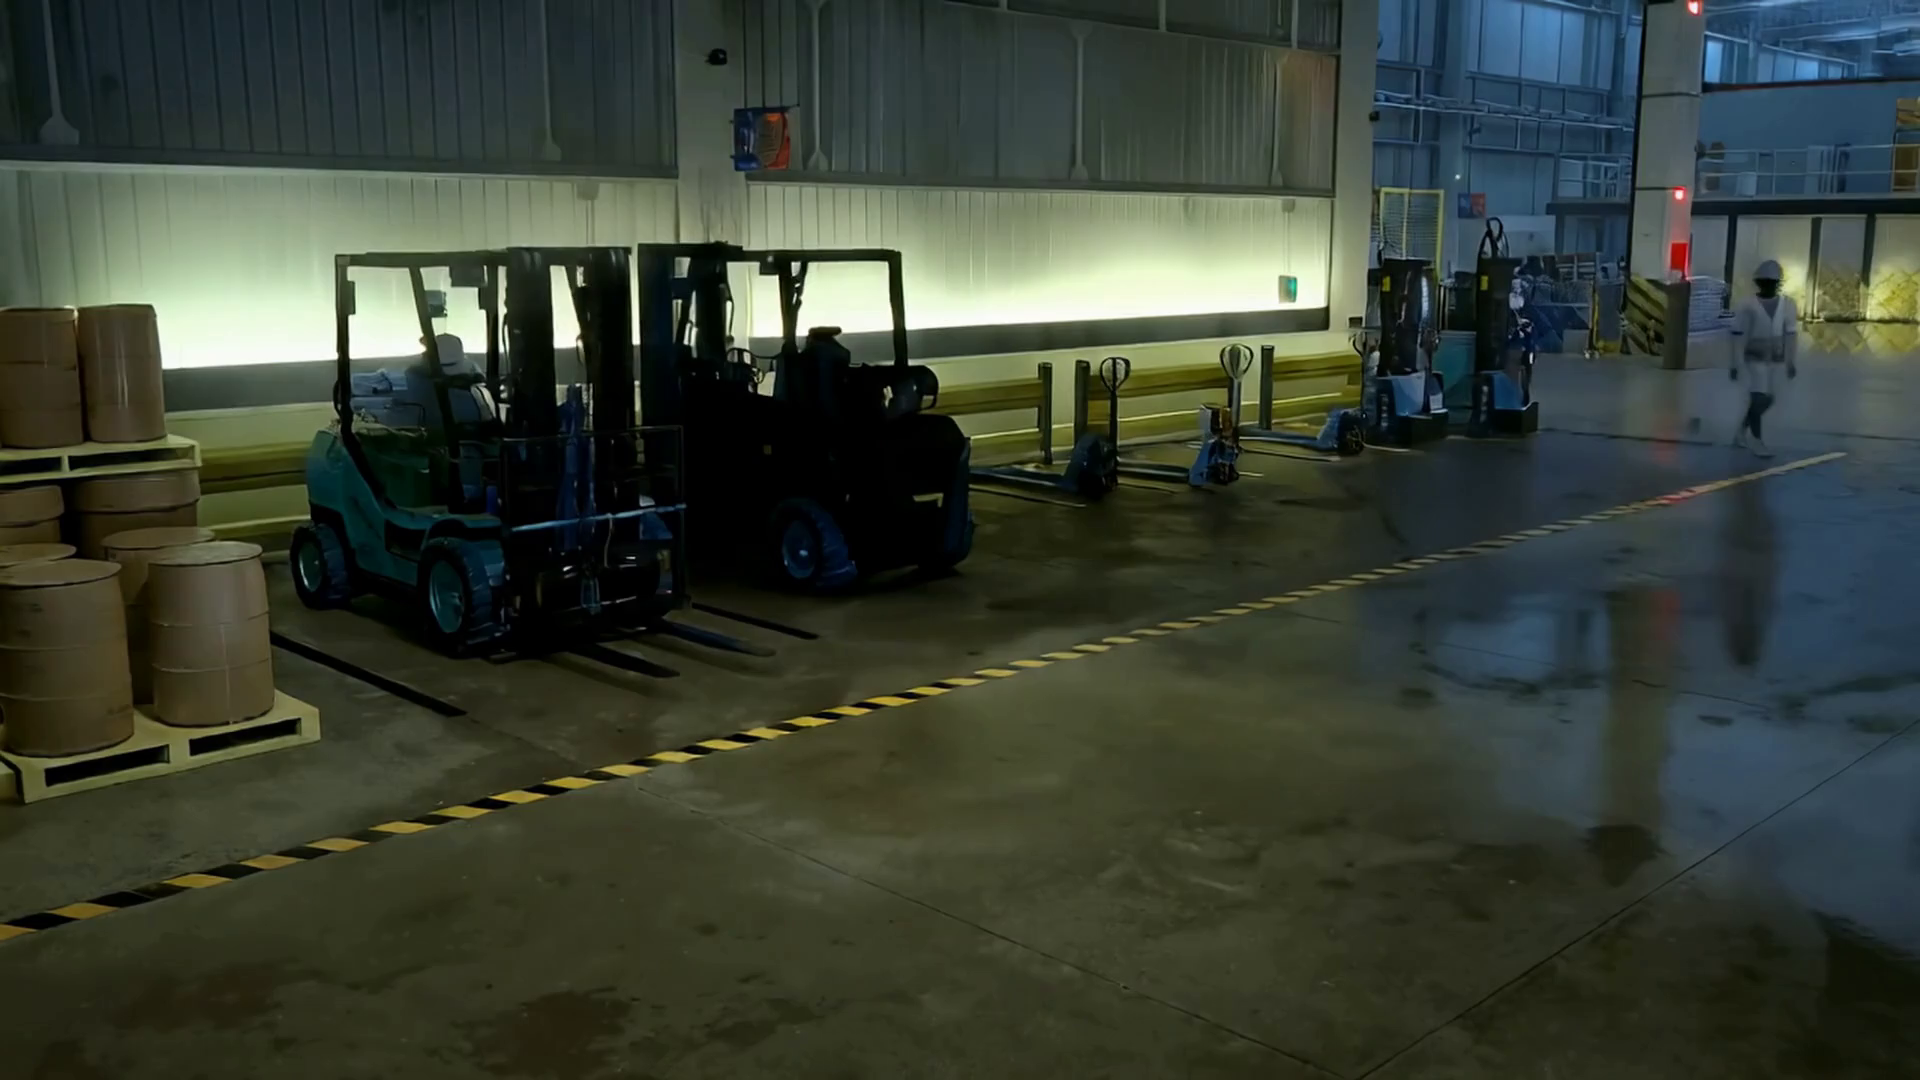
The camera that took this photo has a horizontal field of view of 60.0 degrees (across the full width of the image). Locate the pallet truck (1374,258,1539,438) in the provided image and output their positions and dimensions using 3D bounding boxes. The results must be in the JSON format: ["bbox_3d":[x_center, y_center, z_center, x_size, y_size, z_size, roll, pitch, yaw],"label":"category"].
[{"bbox_3d":[5.704,-2.208,18.901,1.885,1.965,0.823,10,14,43],"label":"pallet truck"}]

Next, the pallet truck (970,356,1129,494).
[{"bbox_3d":[0.784,-1.085,14.876,0.680,1.201,1.601,-10,14,-44],"label":"pallet truck"}]

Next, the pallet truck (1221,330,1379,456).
[{"bbox_3d":[3.563,-1.581,17.381,0.653,1.274,1.630,-10,14,-44],"label":"pallet truck"}]

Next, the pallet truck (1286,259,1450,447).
[{"bbox_3d":[4.493,-2.078,18.196,0.823,1.965,1.885,-9,14,-40],"label":"pallet truck"}]

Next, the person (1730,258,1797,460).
[{"bbox_3d":[8.113,-1.844,16.875,0.621,2.022,0.868,0,10,0],"label":"person"}]

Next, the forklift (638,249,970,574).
[{"bbox_3d":[-1.173,-0.958,11.239,2.680,1.987,1.157,10,14,43],"label":"forklift"}]

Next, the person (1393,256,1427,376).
[{"bbox_3d":[7.140,-3.576,26.604,0.636,1.911,0.406,3,11,17],"label":"person"}]

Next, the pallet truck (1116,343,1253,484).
[{"bbox_3d":[1.962,-1.215,15.415,1.522,1.261,0.704,10,14,43],"label":"pallet truck"}]

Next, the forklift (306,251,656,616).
[{"bbox_3d":[-2.833,-0.669,9.694,1.157,1.987,2.680,-10,14,-44],"label":"forklift"}]
